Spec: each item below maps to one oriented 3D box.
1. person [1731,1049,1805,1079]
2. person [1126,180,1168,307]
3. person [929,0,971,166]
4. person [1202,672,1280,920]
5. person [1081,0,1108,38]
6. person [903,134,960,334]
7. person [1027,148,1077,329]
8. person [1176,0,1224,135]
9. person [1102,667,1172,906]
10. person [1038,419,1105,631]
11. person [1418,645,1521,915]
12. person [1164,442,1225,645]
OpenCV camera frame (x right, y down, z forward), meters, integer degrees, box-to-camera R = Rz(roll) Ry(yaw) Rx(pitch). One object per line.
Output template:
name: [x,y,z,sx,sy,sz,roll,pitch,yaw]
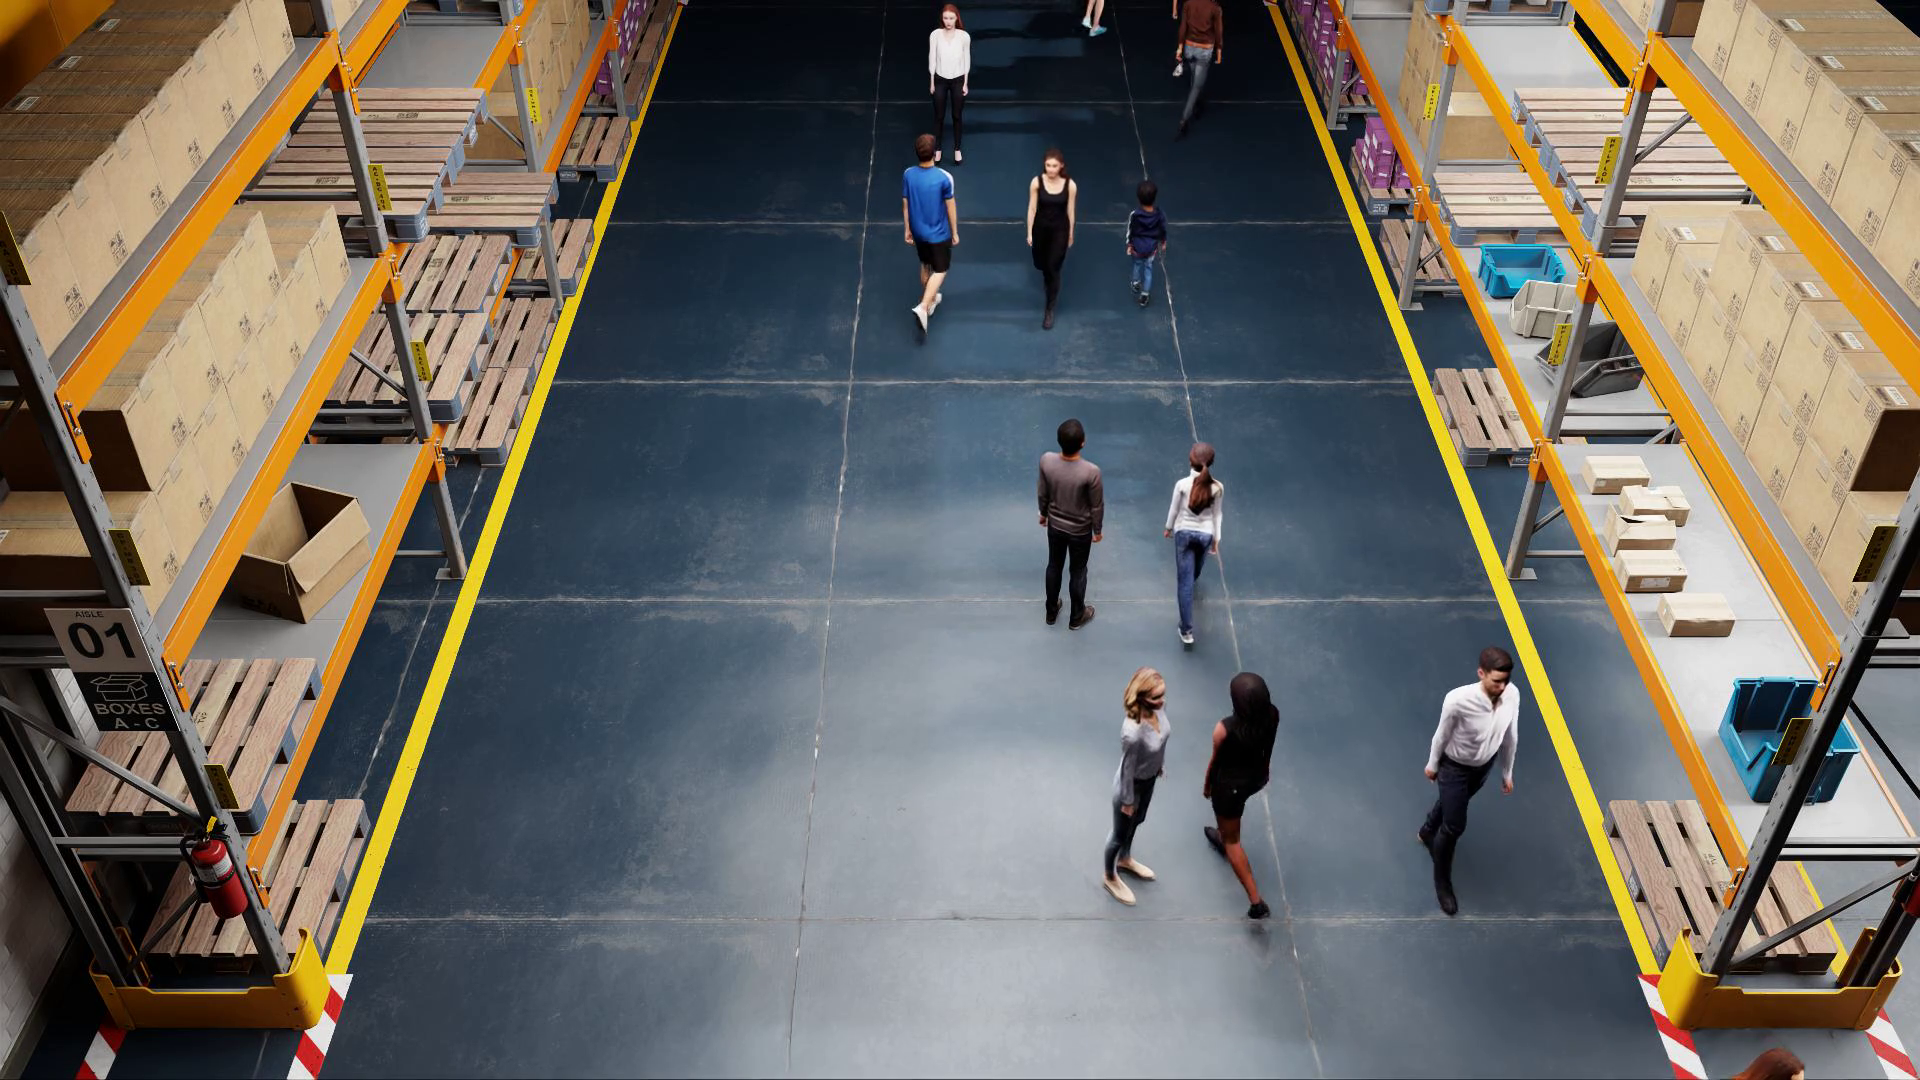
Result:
person: [3.782,2.927,8.302,0.893,1.439,1.082,-18,42,-21]
person: [1.735,-2.758,15.606,0.539,1.207,0.664,2,39,2]
person: [-0.115,-4.872,17.812,0.586,1.758,0.486,1,39,1]
person: [1.693,1.510,9.862,0.952,1.706,1.184,-18,42,-21]
person: [1.670,-7.085,20.587,0.832,1.753,0.773,-29,47,-32]
person: [-0.295,-2.763,15.101,0.923,1.845,1.167,14,41,16]
person: [0.846,-2.859,15.363,0.702,1.669,1.082,6,39,7]
person: [2.615,-5.356,18.429,1.027,1.745,1.251,20,43,23]
person: [1.050,1.434,9.886,0.721,1.795,0.619,23,44,26]
person: [0.770,-0.109,11.839,0.714,1.769,0.684,11,40,14]
person: [3.014,1.274,10.041,0.770,1.851,0.968,-11,40,-14]
person: [1.671,0.040,11.861,0.533,1.509,1.099,0,39,0]
